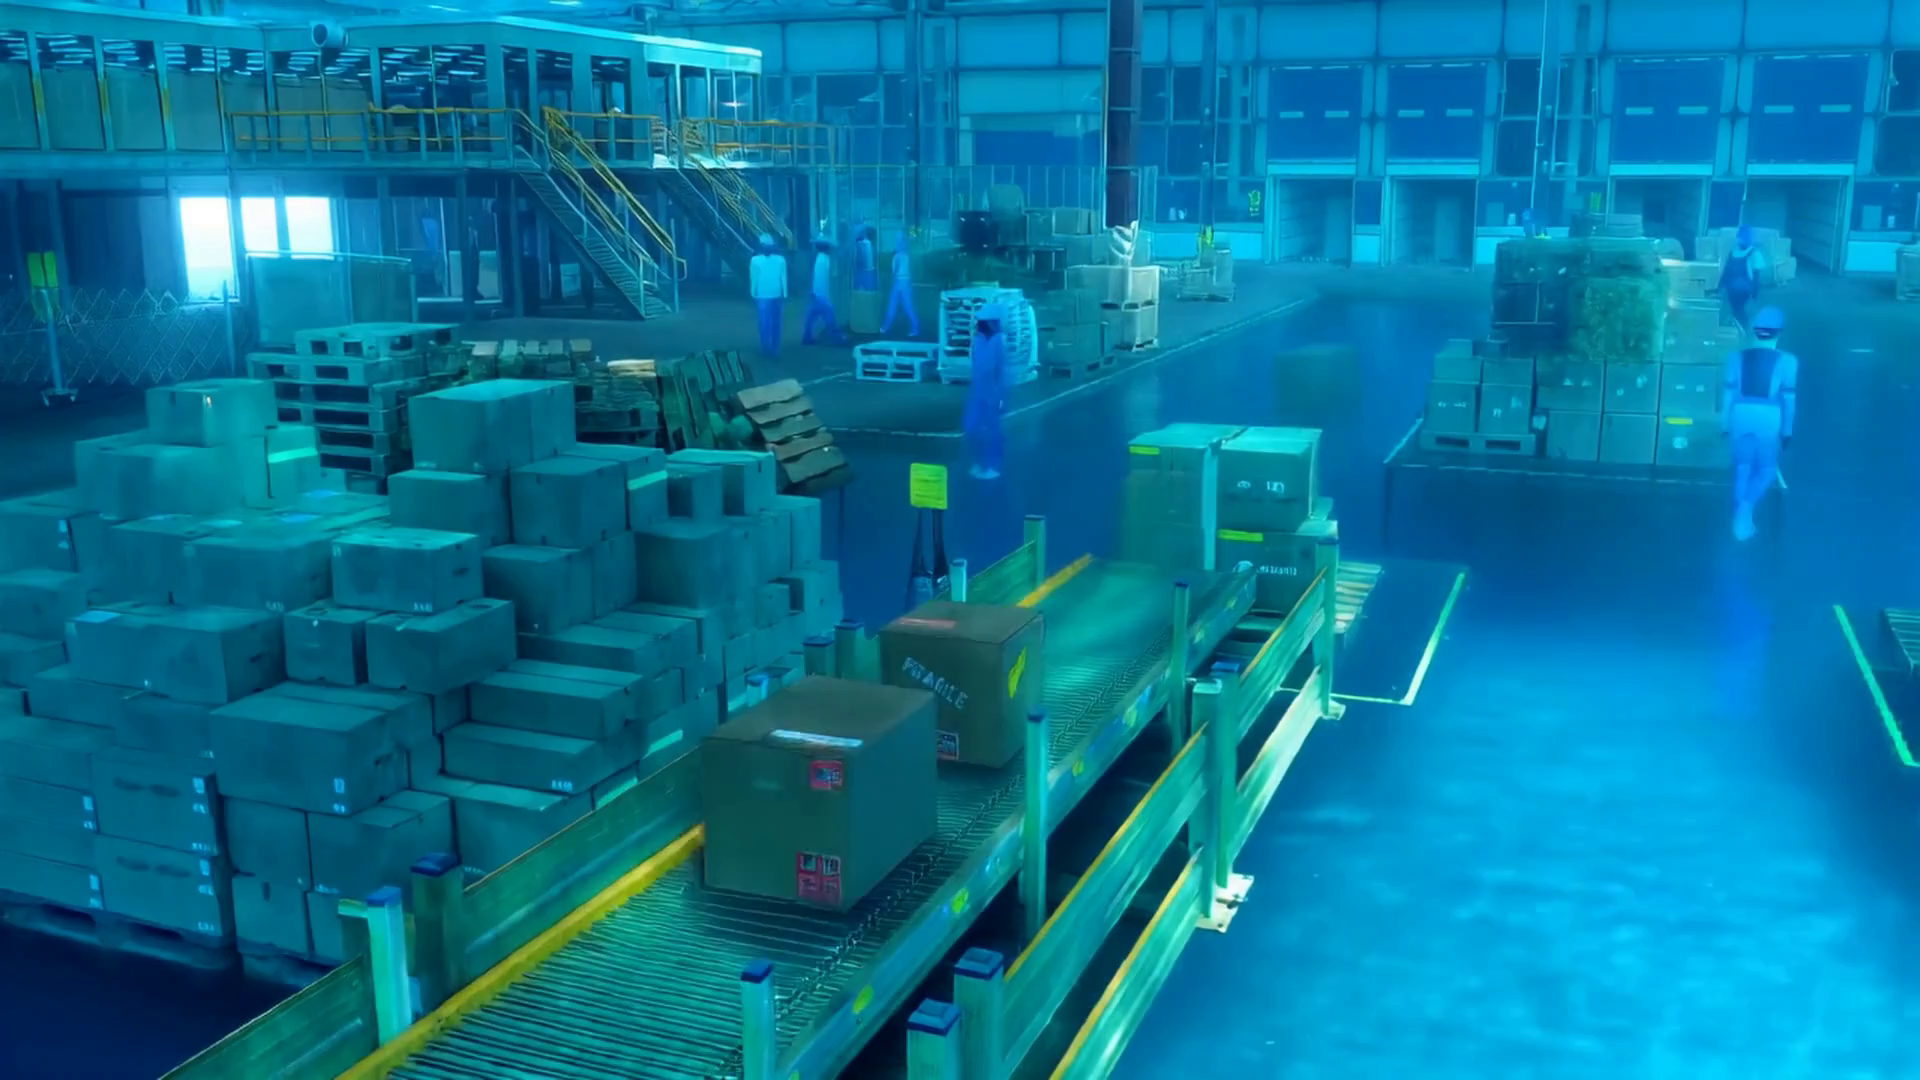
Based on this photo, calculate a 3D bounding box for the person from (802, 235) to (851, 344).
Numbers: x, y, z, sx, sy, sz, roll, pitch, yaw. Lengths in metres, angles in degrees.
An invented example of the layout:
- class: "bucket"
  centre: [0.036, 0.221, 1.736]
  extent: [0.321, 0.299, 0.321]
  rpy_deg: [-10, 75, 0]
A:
- class: "person"
  centre: [-2.345, -4.357, 29.013]
  extent: [0.931, 1.870, 0.616]
  rpy_deg: [-3, 13, -12]

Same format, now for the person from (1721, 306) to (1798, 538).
- class: "person"
  centre: [6.480, -0.937, 13.562]
  extent: [0.560, 1.921, 0.554]
  rpy_deg: [11, 16, 40]

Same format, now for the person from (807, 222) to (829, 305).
- class: "person"
  centre: [-3.173, -6.196, 37.321]
  extent: [0.513, 1.844, 0.328]
  rpy_deg: [4, 13, 19]

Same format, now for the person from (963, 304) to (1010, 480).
- class: "person"
  centre: [0.263, -1.439, 16.227]
  extent: [0.513, 1.725, 0.414]
  rpy_deg: [12, 17, 43]

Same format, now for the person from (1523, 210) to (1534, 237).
- class: "person"
  centre: [16.165, -8.467, 47.476]
  extent: [0.564, 1.854, 0.416]
  rpy_deg: [-11, 17, -41]

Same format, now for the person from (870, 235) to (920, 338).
- class: "person"
  centre: [-1.155, -4.542, 29.908]
  extent: [0.956, 1.834, 0.628]
  rpy_deg: [-4, 13, -16]

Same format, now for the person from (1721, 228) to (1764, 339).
- class: "person"
  centre: [13.907, -4.568, 29.576]
  extent: [0.971, 2.000, 0.682]
  rpy_deg: [-6, 14, -25]

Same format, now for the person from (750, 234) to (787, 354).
- class: "person"
  centre: [-3.146, -4.042, 27.374]
  extent: [0.614, 1.981, 0.447]
  rpy_deg: [-2, 13, -10]

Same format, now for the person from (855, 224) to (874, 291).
- class: "person"
  centre: [-1.952, -5.477, 33.955]
  extent: [0.397, 1.911, 0.587]
  rpy_deg: [1, 13, 4]

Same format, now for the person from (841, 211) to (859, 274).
- class: "person"
  centre: [-3.164, -8.628, 48.210]
  extent: [0.762, 1.851, 0.605]
  rpy_deg: [10, 16, 37]
